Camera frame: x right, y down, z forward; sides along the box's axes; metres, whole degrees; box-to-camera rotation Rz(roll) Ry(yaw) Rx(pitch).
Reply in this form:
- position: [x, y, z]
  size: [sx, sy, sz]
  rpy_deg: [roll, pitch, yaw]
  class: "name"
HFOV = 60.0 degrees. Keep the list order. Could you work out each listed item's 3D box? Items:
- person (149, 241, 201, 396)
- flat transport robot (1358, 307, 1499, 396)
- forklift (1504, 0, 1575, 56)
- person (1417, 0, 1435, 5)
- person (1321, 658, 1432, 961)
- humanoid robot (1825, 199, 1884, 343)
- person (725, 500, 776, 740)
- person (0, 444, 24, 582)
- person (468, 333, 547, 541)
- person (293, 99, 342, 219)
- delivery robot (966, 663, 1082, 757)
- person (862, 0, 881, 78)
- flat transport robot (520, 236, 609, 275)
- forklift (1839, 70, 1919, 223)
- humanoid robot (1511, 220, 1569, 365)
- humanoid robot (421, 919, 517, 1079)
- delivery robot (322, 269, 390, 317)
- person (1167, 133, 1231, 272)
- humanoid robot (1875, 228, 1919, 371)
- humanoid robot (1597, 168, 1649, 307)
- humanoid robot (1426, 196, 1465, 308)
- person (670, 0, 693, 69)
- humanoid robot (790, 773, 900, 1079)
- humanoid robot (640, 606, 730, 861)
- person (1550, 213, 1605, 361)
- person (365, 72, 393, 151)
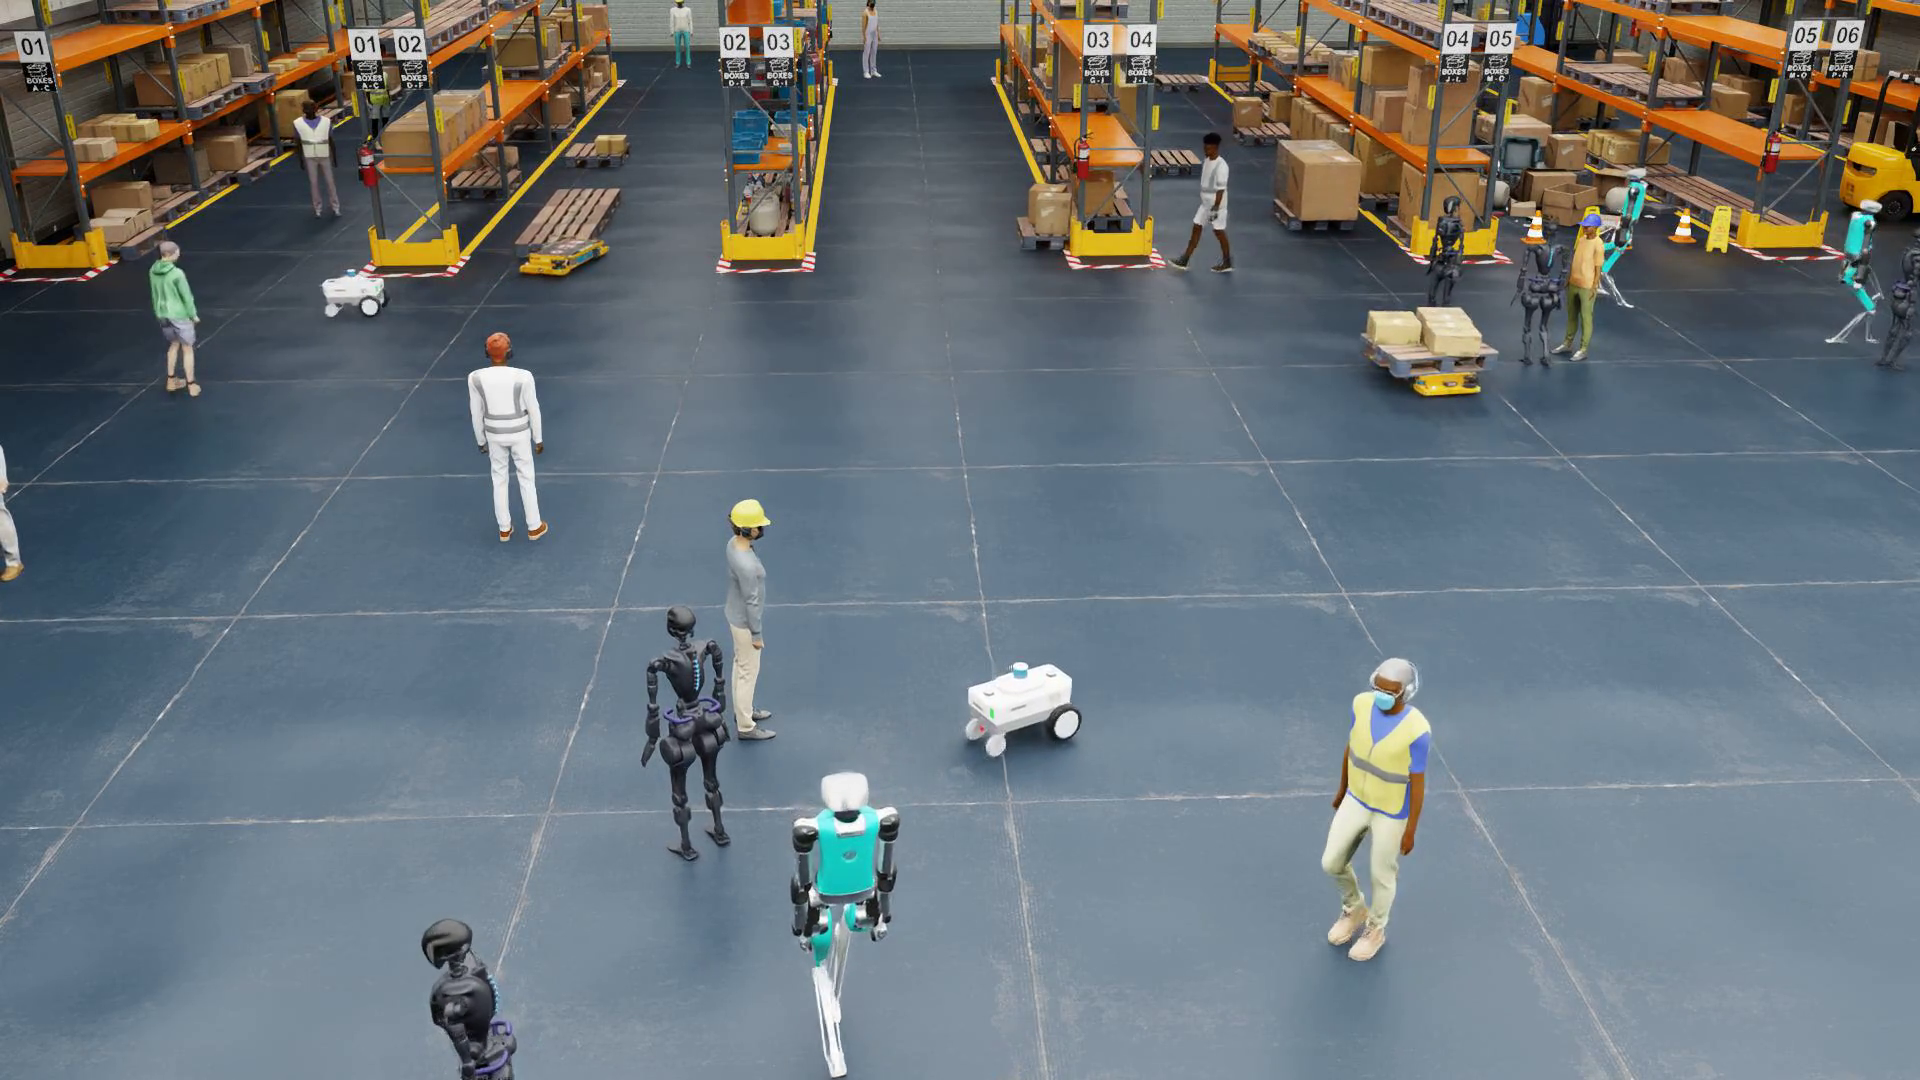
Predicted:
- position: [-8.565, -2.414, 18.119]
  size: [0.547, 1.716, 0.428]
  rpy_deg: [8, 25, 17]
  class: "person"
- position: [5.245, -1.946, 18.846]
  size: [0.659, 0.231, 1.431]
  rpy_deg: [-5, 25, -11]
  class: "flat transport robot"
- position: [14.700, -13.805, 42.301]
  size: [1.873, 2.768, 1.129]
  rpy_deg: [-1, 24, -2]
  class: "forklift"
- position: [11.703, -13.057, 41.940]
  size: [0.385, 1.800, 0.610]
  rpy_deg: [-18, 30, -35]
  class: "person"
- position: [2.281, 1.490, 9.151]
  size: [0.560, 1.873, 0.493]
  rpy_deg: [22, 32, 40]
  class: "person"
- position: [10.877, -3.115, 19.788]
  size: [0.797, 1.861, 0.543]
  rpy_deg: [2, 24, 5]
  class: "humanoid robot"
- position: [-1.440, 0.539, 11.431]
  size: [0.333, 1.757, 0.515]
  rpy_deg: [-8, 25, -17]
  class: "person"
- position: [-8.169, -0.560, 13.742]
  size: [0.571, 1.887, 0.392]
  rpy_deg: [1, 24, 2]
  class: "person"
- position: [-3.925, -0.890, 14.488]
  size: [0.582, 1.882, 0.348]
  rpy_deg: [-1, 24, -3]
  class: "person"
- position: [-10.005, -5.943, 25.899]
  size: [0.561, 1.840, 0.390]
  rpy_deg: [-10, 26, -21]
  class: "person"
- position: [0.431, 1.130, 11.566]
  size: [0.764, 0.582, 0.499]
  rpy_deg: [-14, 28, -29]
  class: "delivery robot"
- position: [-2.063, -11.822, 39.083]
  size: [0.388, 1.858, 0.519]
  rpy_deg: [22, 32, 40]
  class: "person"
- position: [-5.581, -4.019, 23.504]
  size: [0.659, 0.231, 1.431]
  rpy_deg: [6, 25, 14]
  class: "flat transport robot"
- position: [15.132, -6.143, 25.915]
  size: [2.313, 2.155, 1.214]
  rpy_deg: [-1, 24, -2]
  class: "forklift"
- position: [6.680, -2.839, 19.136]
  size: [0.597, 1.636, 0.458]
  rpy_deg: [-2, 24, -4]
  class: "humanoid robot"
- position: [-2.113, 2.386, 7.381]
  size: [0.365, 1.640, 0.613]
  rpy_deg: [-4, 24, -9]
  class: "humanoid robot"
- position: [-7.701, -3.144, 21.182]
  size: [0.791, 0.592, 0.499]
  rpy_deg: [-2, 24, -4]
  class: "delivery robot"
- position: [3.352, -4.600, 22.776]
  size: [0.974, 1.913, 0.628]
  rpy_deg: [-7, 25, -15]
  class: "person"
- position: [10.765, -2.742, 18.900]
  size: [0.326, 1.651, 0.584]
  rpy_deg: [9, 26, 20]
  class: "humanoid robot"
- position: [8.423, -3.910, 21.476]
  size: [0.837, 1.804, 0.543]
  rpy_deg: [14, 27, 28]
  class: "humanoid robot"
- position: [5.920, -3.368, 20.305]
  size: [0.353, 1.656, 0.609]
  rpy_deg: [-9, 26, -20]
  class: "humanoid robot"
- position: [-6.757, -12.347, 40.376]
  size: [0.532, 1.765, 0.327]
  rpy_deg: [-2, 24, -4]
  class: "person"
- position: [-0.629, 1.847, 8.503]
  size: [0.532, 1.727, 0.974]
  rpy_deg: [-6, 25, -14]
  class: "humanoid robot"
- position: [-1.661, 1.159, 10.126]
  size: [0.595, 1.655, 0.322]
  rpy_deg: [-20, 31, -37]
  class: "humanoid robot"
- position: [7.205, -2.938, 19.294]
  size: [0.350, 1.718, 0.440]
  rpy_deg: [-10, 26, -21]
  class: "person"
- position: [-10.832, -8.149, 31.024]
  size: [0.322, 1.697, 0.532]
  rpy_deg: [18, 30, 35]
  class: "person"
